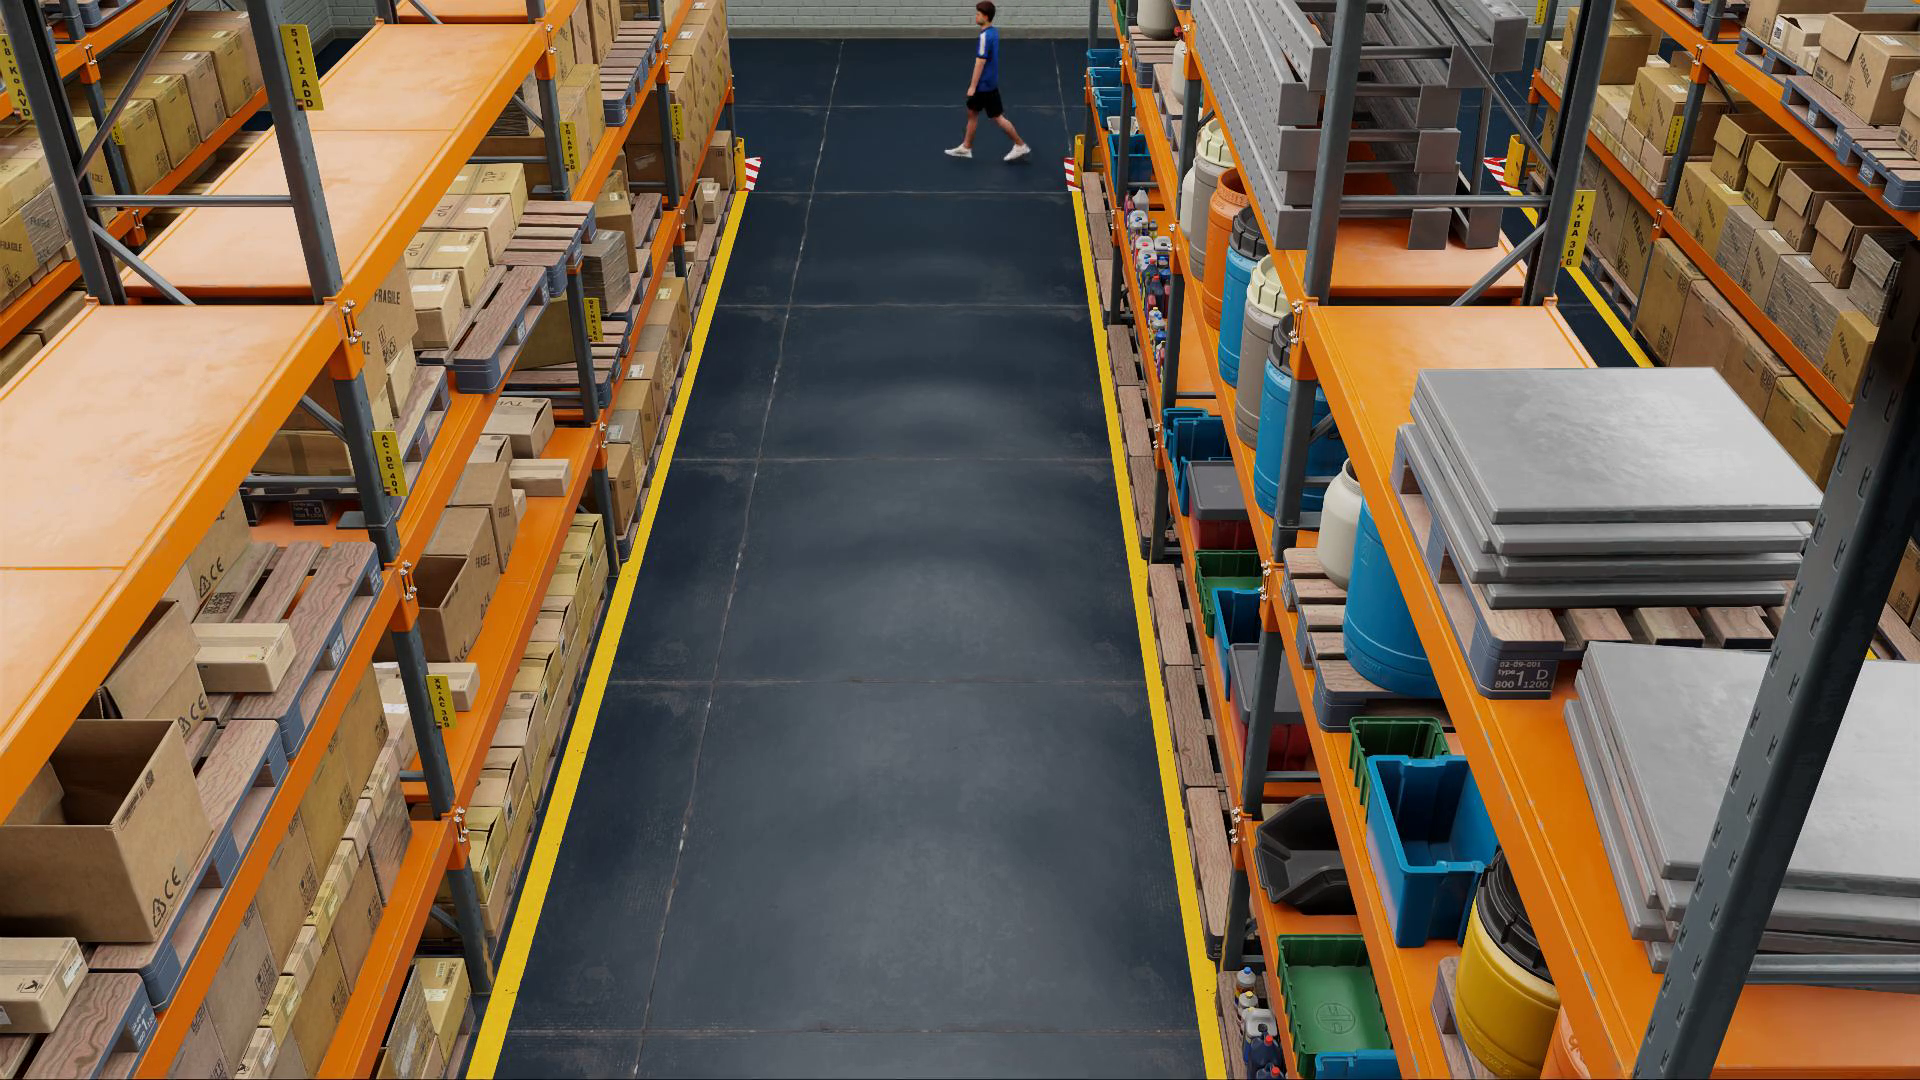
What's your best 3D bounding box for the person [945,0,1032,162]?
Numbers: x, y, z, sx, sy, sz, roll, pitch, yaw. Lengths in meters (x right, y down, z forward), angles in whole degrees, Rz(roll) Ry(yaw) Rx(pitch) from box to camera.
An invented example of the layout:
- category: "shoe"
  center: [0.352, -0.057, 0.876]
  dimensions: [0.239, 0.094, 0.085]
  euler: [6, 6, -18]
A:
- category: "person"
  center: [0.404, -5.243, 19.170]
  dimensions: [0.730, 1.830, 1.169]
  euler: [1, 33, 1]
